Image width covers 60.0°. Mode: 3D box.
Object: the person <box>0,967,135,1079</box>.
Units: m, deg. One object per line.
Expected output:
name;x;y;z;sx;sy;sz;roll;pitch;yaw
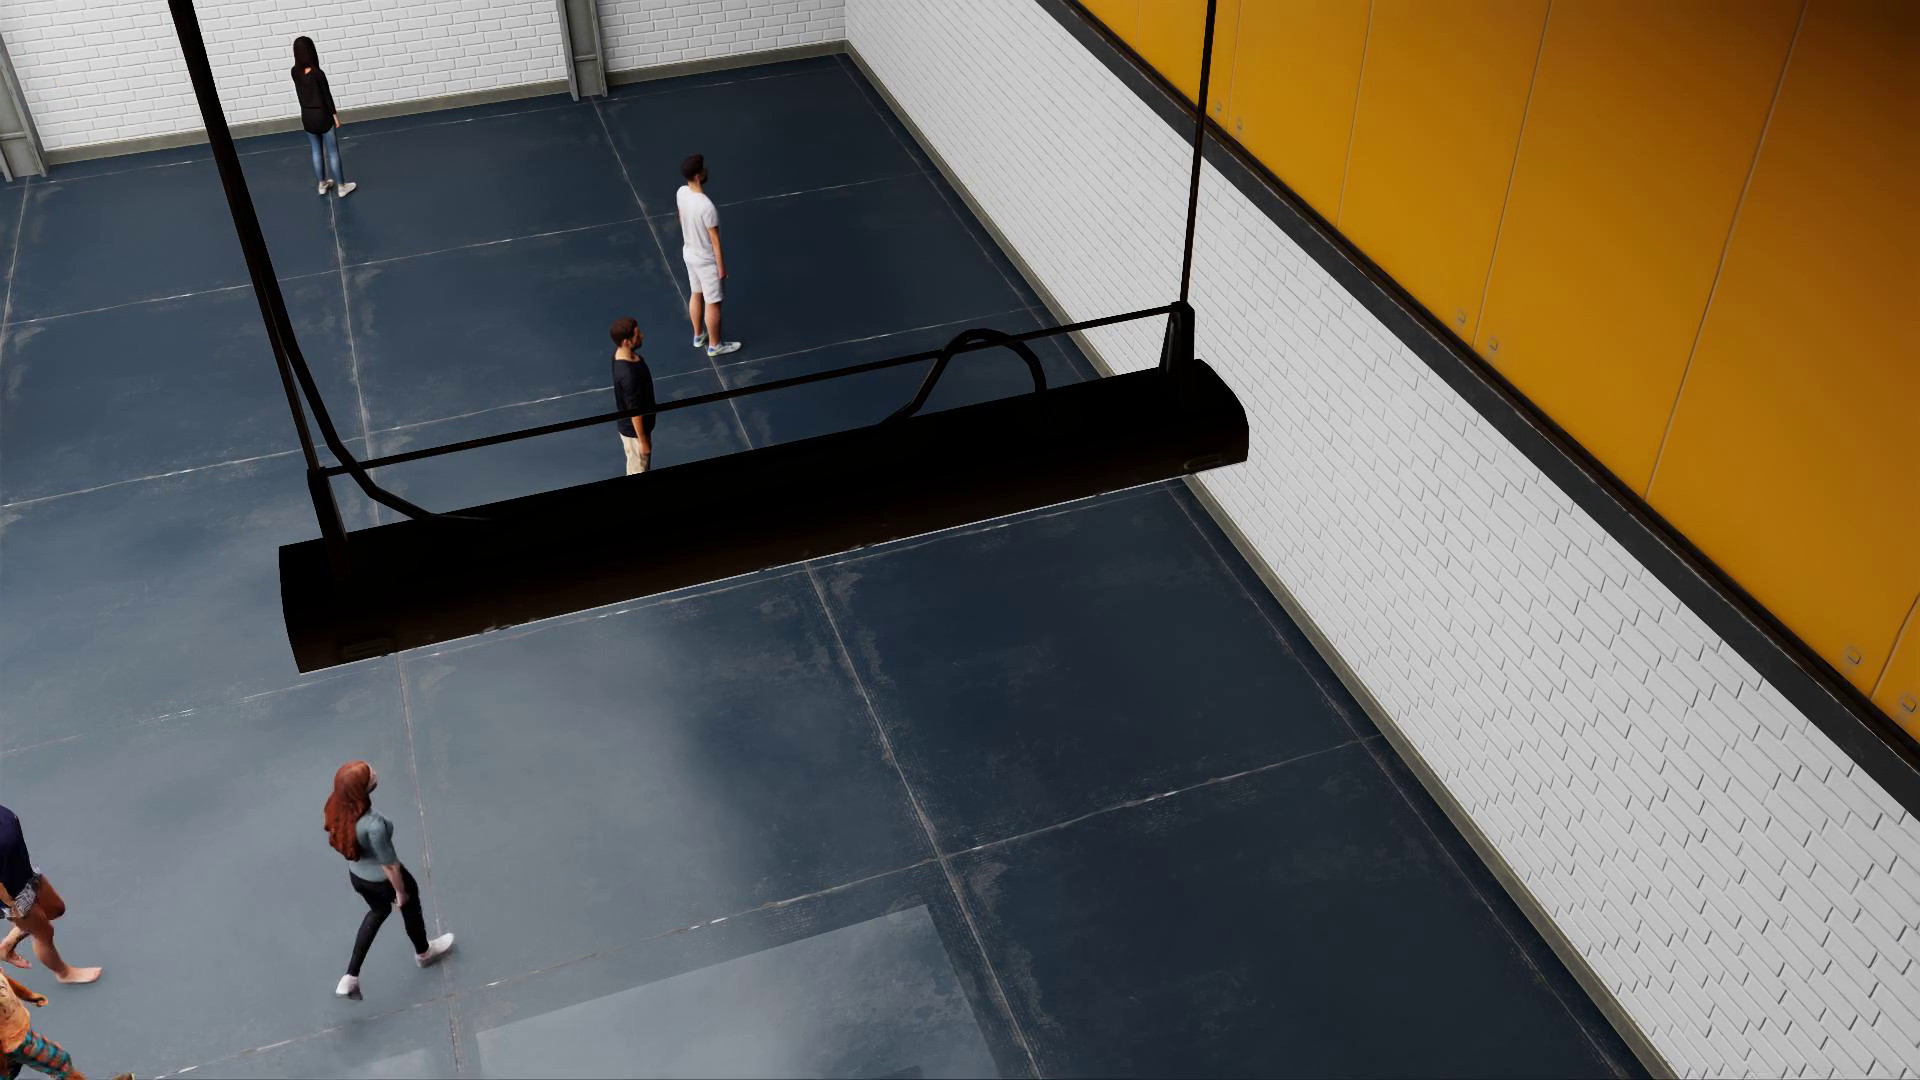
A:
person;-4.946;2.561;8.504;1.022;1.428;0.691;-23;44;-26

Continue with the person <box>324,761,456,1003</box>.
person;-3.244;1.892;9.103;0.943;1.727;1.063;22;44;26

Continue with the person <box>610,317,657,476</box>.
person;-2.439;-0.851;12.435;0.547;1.854;0.634;-11;40;-13

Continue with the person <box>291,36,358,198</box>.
person;-6.538;-4.311;16.937;0.623;1.643;0.702;10;40;13

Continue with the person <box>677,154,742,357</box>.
person;-2.242;-2.478;14.473;0.689;1.852;0.753;-28;46;-30

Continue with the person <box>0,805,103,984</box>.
person;-5.270;1.899;9.073;0.793;1.752;0.623;-8;39;-10
